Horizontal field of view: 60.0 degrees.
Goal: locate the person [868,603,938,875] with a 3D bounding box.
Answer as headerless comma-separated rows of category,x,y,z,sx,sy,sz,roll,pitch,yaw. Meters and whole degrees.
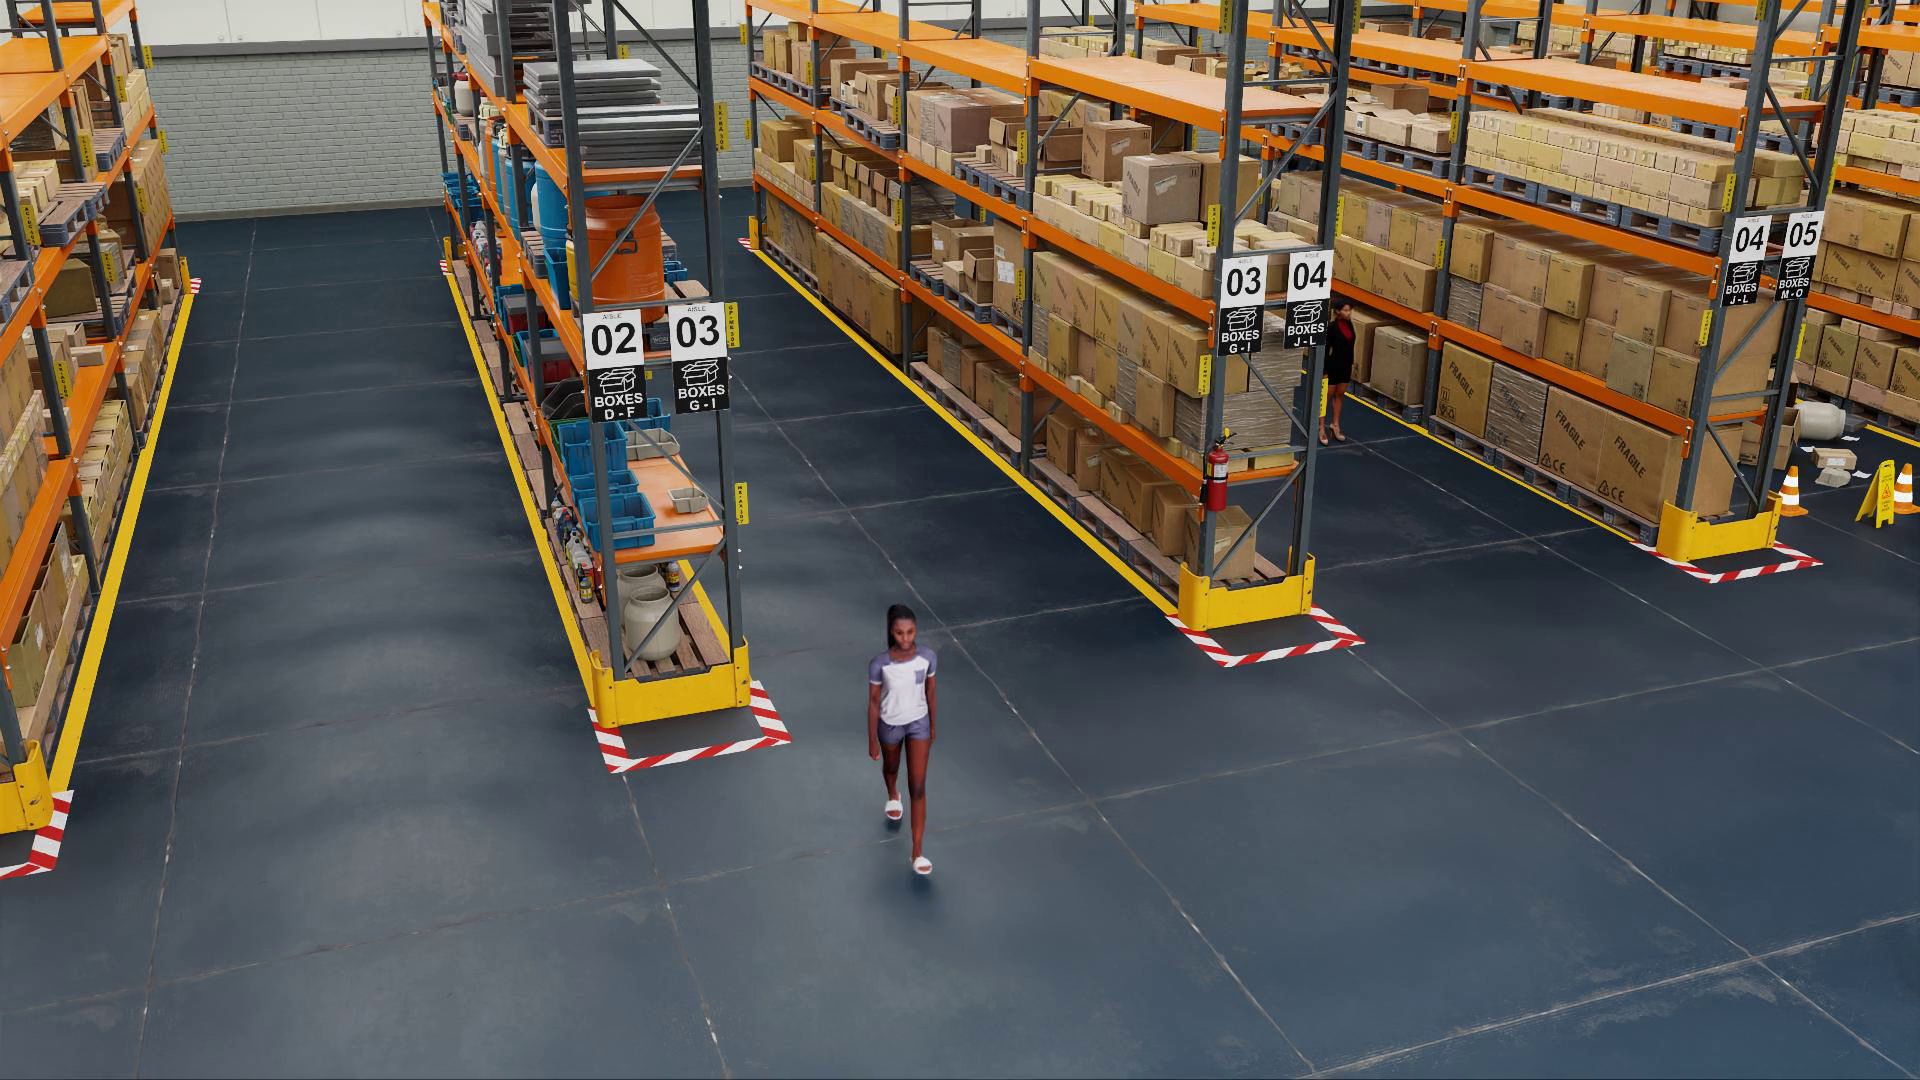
person,-0.387,1.217,10.864,0.755,1.672,1.259,-4,23,-11

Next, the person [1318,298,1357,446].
person,4.182,-1.876,18.469,0.625,1.639,0.687,-14,26,-30
